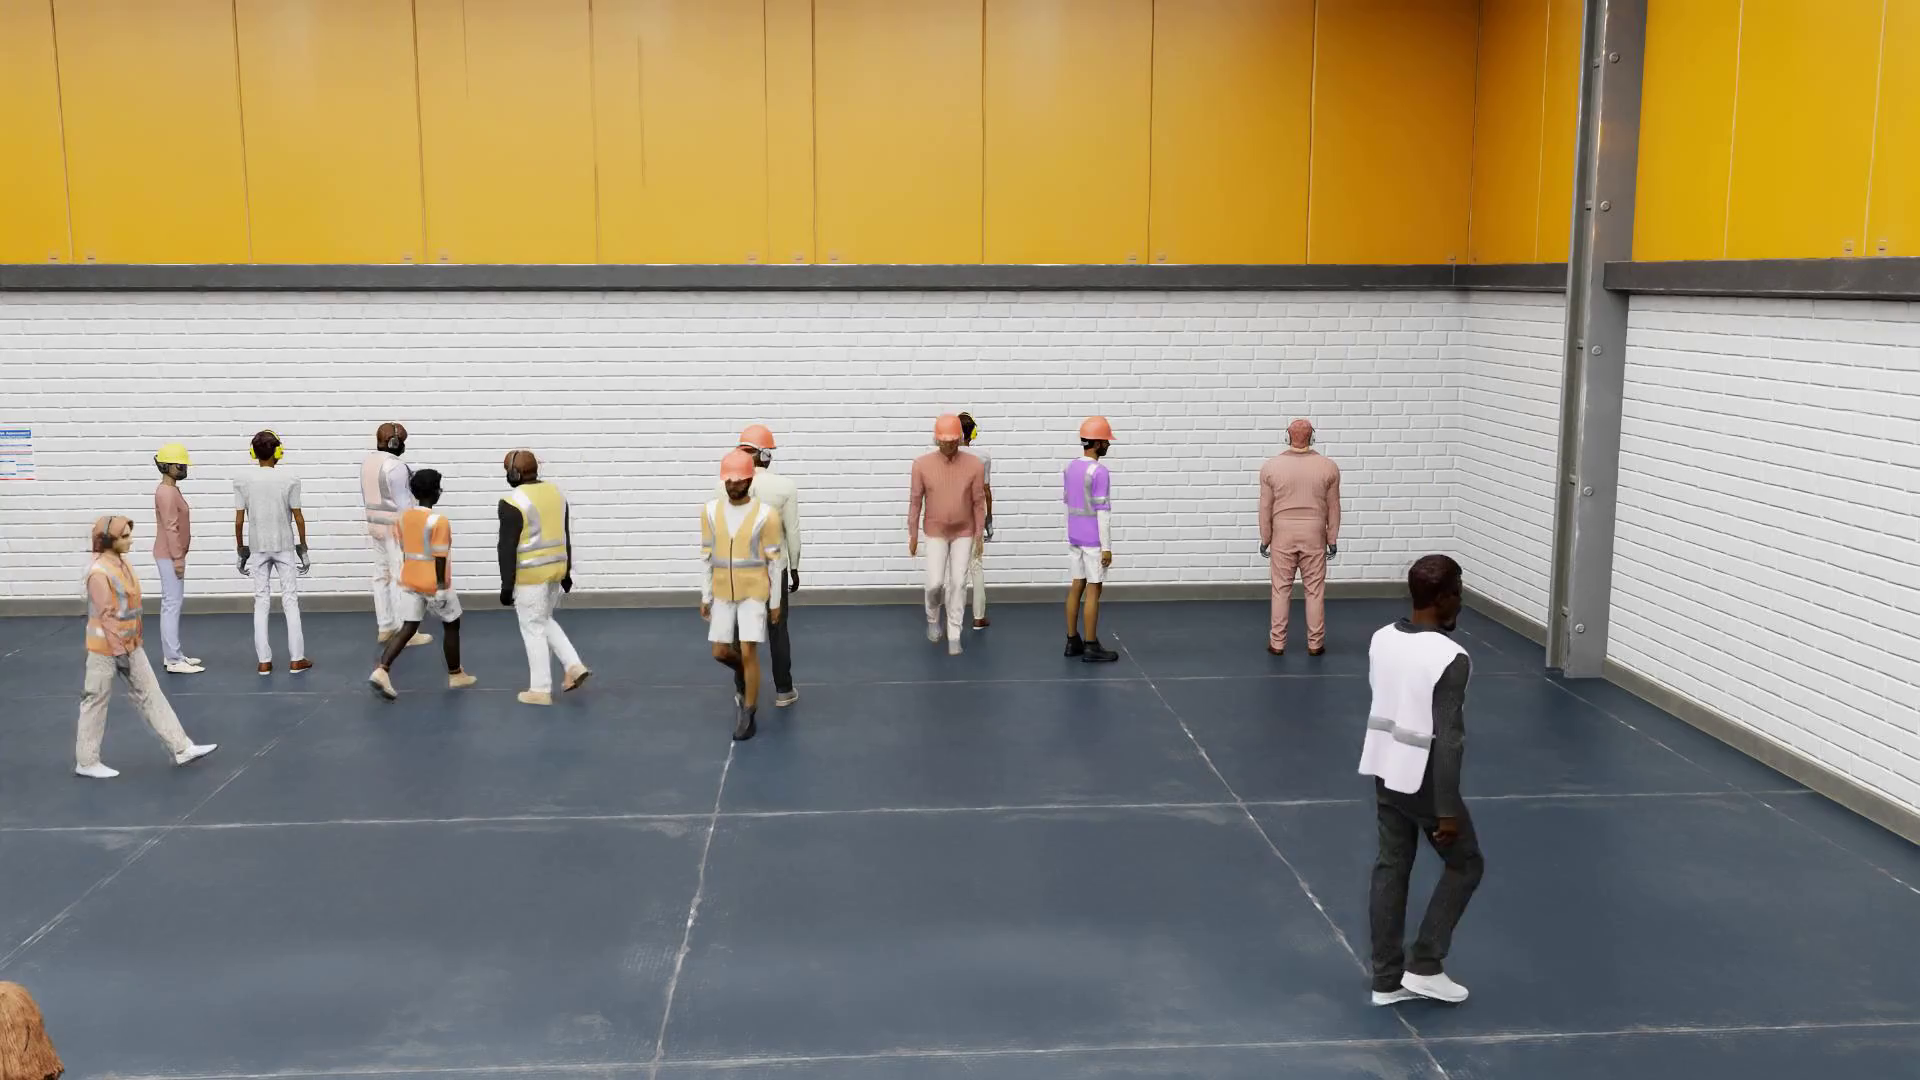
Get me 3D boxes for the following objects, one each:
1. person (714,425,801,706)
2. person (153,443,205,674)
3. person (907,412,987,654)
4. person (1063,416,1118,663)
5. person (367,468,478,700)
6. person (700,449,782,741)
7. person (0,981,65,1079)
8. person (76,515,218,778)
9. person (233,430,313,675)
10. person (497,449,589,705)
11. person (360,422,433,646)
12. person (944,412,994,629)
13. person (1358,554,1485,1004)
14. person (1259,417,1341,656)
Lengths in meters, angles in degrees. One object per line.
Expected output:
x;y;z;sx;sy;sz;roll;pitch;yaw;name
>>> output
-1.418;0.186;11.711;0.612;1.990;0.392;1;9;3;person
-6.001;0.136;12.741;0.329;1.762;0.524;-4;10;-25;person
-0.098;-0.058;13.346;0.622;1.964;0.559;-1;9;-6;person
1.043;-0.010;13.103;0.374;1.934;0.551;-5;10;-28;person
-3.903;0.316;11.941;0.533;1.662;0.844;6;11;32;person
-1.427;0.332;11.023;0.552;1.918;0.614;2;9;13;person
-1.927;1.690;3.410;0.502;1.626;0.283;-7;11;-36;person
-4.974;0.650;9.997;0.830;1.594;0.548;-1;9;-6;person
-5.238;0.095;12.671;0.535;1.864;0.309;-2;9;-11;person
-2.987;0.265;11.763;0.476;1.822;0.638;4;10;22;person
-4.642;-0.050;13.673;0.622;1.838;0.429;8;12;41;person
0.039;-0.160;14.254;0.509;1.872;0.328;1;9;4;person
1.943;0.997;6.882;0.557;1.899;0.626;-4;10;-21;person
2.699;-0.022;13.261;0.643;1.913;0.410;1;9;8;person
